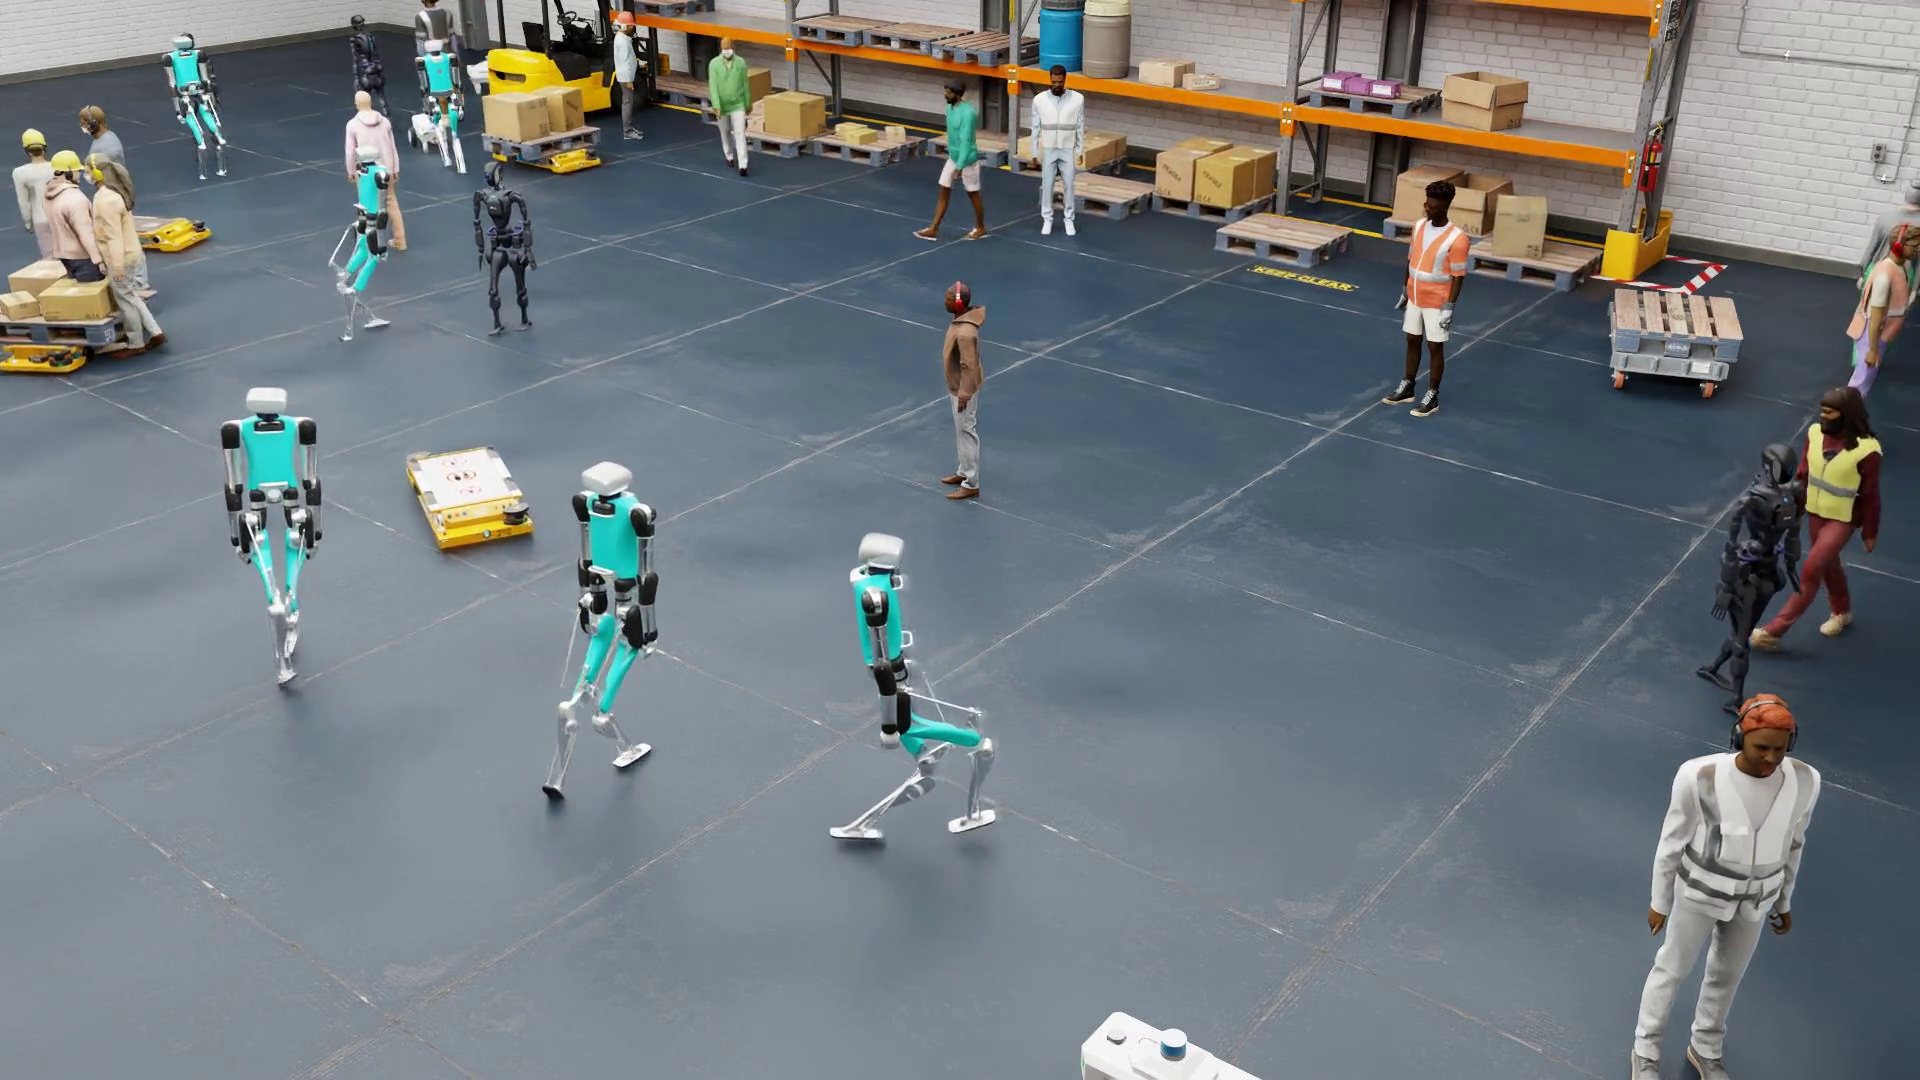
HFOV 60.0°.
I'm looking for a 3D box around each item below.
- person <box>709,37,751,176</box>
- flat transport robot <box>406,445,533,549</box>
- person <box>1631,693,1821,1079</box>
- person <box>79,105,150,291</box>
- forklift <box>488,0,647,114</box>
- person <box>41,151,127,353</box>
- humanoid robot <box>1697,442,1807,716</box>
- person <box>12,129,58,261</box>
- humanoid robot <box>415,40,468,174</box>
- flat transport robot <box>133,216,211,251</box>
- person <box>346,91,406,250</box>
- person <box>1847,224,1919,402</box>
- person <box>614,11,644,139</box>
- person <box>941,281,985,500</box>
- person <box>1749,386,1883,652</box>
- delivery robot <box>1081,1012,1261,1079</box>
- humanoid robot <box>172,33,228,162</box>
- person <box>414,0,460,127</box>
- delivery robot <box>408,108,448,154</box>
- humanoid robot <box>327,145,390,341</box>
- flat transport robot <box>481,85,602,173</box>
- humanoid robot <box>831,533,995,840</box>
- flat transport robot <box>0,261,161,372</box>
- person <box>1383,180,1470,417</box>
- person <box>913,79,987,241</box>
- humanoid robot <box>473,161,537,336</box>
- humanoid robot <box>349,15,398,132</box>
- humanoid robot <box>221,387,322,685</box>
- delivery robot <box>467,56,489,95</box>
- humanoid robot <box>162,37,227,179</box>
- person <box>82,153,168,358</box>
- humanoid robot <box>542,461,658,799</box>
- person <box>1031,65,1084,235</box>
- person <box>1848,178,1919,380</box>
[{"bbox_3d":[-2.961,-5.621,21.541,0.516,1.727,0.999,-4,26,-7],"label":"person"},{"bbox_3d":[-3.644,-0.344,12.283,0.659,0.231,1.431,-12,28,-23],"label":"flat transport robot"},{"bbox_3d":[3.076,1.450,6.711,0.586,1.882,0.343,0,26,0],"label":"person"},{"bbox_3d":[-8.456,-3.378,16.655,0.371,1.933,0.627,-13,29,-24],"label":"person"},{"bbox_3d":[-5.874,-7.334,24.552,1.214,2.155,2.313,19,32,34],"label":"forklift"},{"bbox_3d":[-8.030,-2.609,15.152,0.807,1.856,0.433,19,32,34],"label":"person"},{"bbox_3d":[4.611,0.208,9.550,0.608,1.640,0.617,-11,28,-22],"label":"humanoid robot"},{"bbox_3d":[-8.939,-3.149,16.392,0.529,1.779,0.351,-16,30,-30],"label":"person"},{"bbox_3d":[-6.698,-5.609,21.513,0.544,1.752,0.896,-10,28,-20],"label":"humanoid robot"},{"bbox_3d":[-9.283,-3.449,18.712,1.431,0.231,0.659,4,26,8],"label":"flat transport robot"},{"bbox_3d":[-6.360,-3.982,18.090,0.530,1.772,0.465,-22,33,-38],"label":"person"},{"bbox_3d":[7.144,-1.563,12.994,0.390,1.847,0.562,16,30,30],"label":"person"},{"bbox_3d":[-4.670,-6.543,23.428,0.352,1.740,0.571,-6,26,-12],"label":"person"},{"bbox_3d":[0.029,-1.105,12.263,0.311,1.651,0.470,-2,26,-5],"label":"person"},{"bbox_3d":[5.325,-0.129,10.182,0.949,1.710,0.522,-10,28,-20],"label":"person"},{"bbox_3d":[0.858,2.231,6.638,0.804,0.610,0.499,18,31,33],"label":"delivery robot"},{"bbox_3d":[-10.162,-5.902,22.157,0.599,1.657,0.315,-2,26,-4],"label":"humanoid robot"},{"bbox_3d":[-7.571,-6.992,24.040,0.428,2.029,0.602,19,32,34],"label":"person"},{"bbox_3d":[-7.326,-5.670,22.965,0.499,0.579,0.766,-12,28,-24],"label":"delivery robot"},{"bbox_3d":[-5.707,-2.719,15.617,0.842,1.873,0.548,-20,32,-36],"label":"humanoid robot"},{"bbox_3d":[-5.544,-5.142,22.220,1.431,0.231,0.659,18,31,33],"label":"flat transport robot"},{"bbox_3d":[-0.133,0.789,8.308,1.039,1.772,0.548,-2,26,-3],"label":"humanoid robot"},{"bbox_3d":[-8.217,-1.875,15.453,0.659,0.231,1.431,2,26,4],"label":"flat transport robot"},{"bbox_3d":[3.880,-2.006,13.776,0.368,1.965,0.605,-14,29,-27],"label":"person"},{"bbox_3d":[-0.067,-4.190,18.481,0.933,1.805,0.510,-17,31,-32],"label":"person"},{"bbox_3d":[-4.267,-2.733,15.625,0.589,1.642,0.553,3,26,7],"label":"humanoid robot"},{"bbox_3d":[-8.462,-6.655,23.749,0.605,1.635,0.603,10,27,19],"label":"humanoid robot"},{"bbox_3d":[-3.966,0.060,9.776,0.597,1.756,0.959,-11,28,-21],"label":"humanoid robot"},{"bbox_3d":[-7.499,-7.460,26.678,0.754,0.584,0.516,-8,27,-16],"label":"delivery robot"},{"bbox_3d":[-9.691,-5.476,21.227,0.530,1.778,0.699,-23,34,-38],"label":"humanoid robot"},{"bbox_3d":[-7.601,-2.565,15.049,0.483,1.872,0.568,-8,27,-17],"label":"person"},{"bbox_3d":[-1.981,0.565,8.787,0.555,1.835,0.886,16,30,29],"label":"humanoid robot"},{"bbox_3d":[1.102,-4.420,18.848,0.596,1.907,0.410,0,26,0],"label":"person"},{"bbox_3d":[8.125,-2.275,14.513,0.504,1.809,0.854,12,28,23],"label":"person"}]
